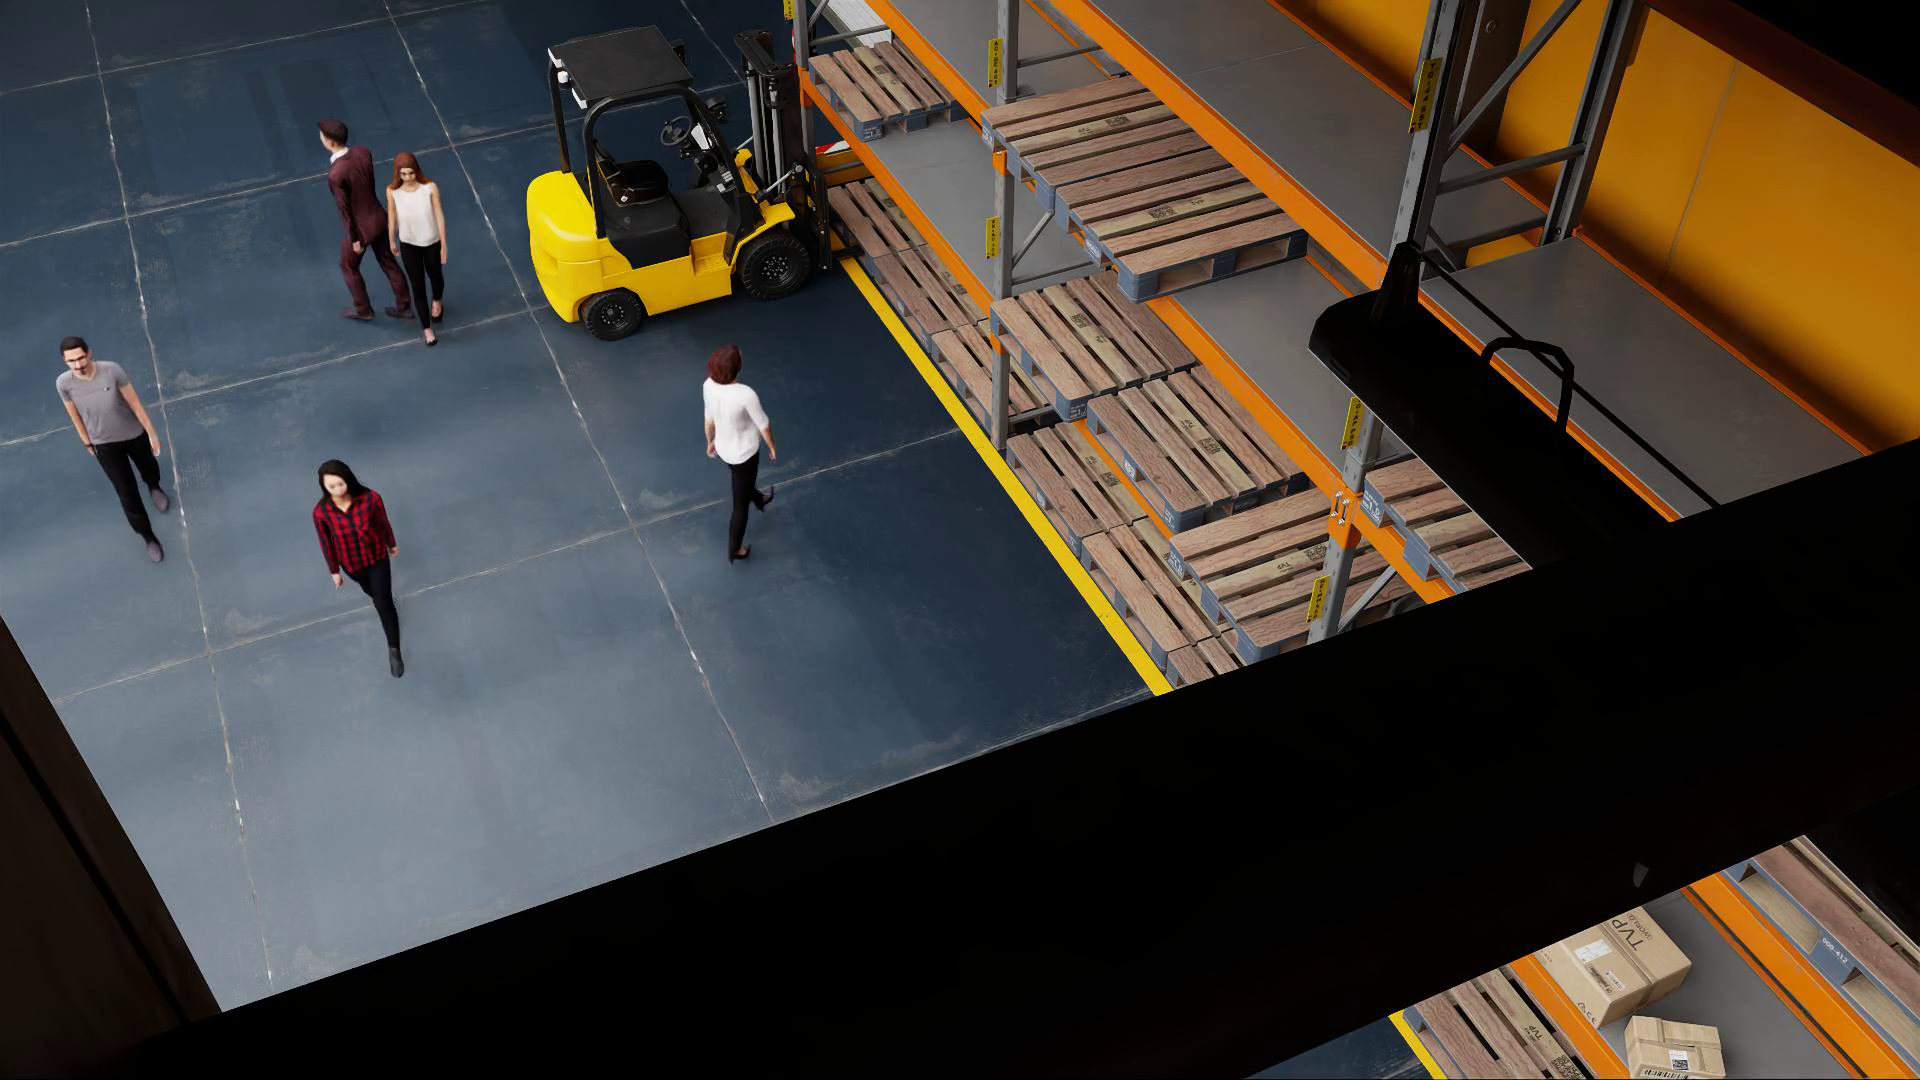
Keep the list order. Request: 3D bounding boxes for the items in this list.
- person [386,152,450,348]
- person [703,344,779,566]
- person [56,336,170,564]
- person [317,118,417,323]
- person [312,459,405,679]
[{"bbox_3d":[-4.385,-2.469,13.561,0.782,1.679,1.020,-7,44,-7],"label":"person"},{"bbox_3d":[-1.586,-0.528,11.460,1.038,1.766,1.027,21,47,20],"label":"person"},{"bbox_3d":[-5.946,-0.771,11.755,0.715,1.712,1.160,-23,48,-22],"label":"person"},{"bbox_3d":[-4.774,-2.548,13.523,1.011,1.846,0.939,19,47,19],"label":"person"},{"bbox_3d":[-3.947,0.068,10.945,0.646,1.614,1.073,-14,45,-15],"label":"person"}]
